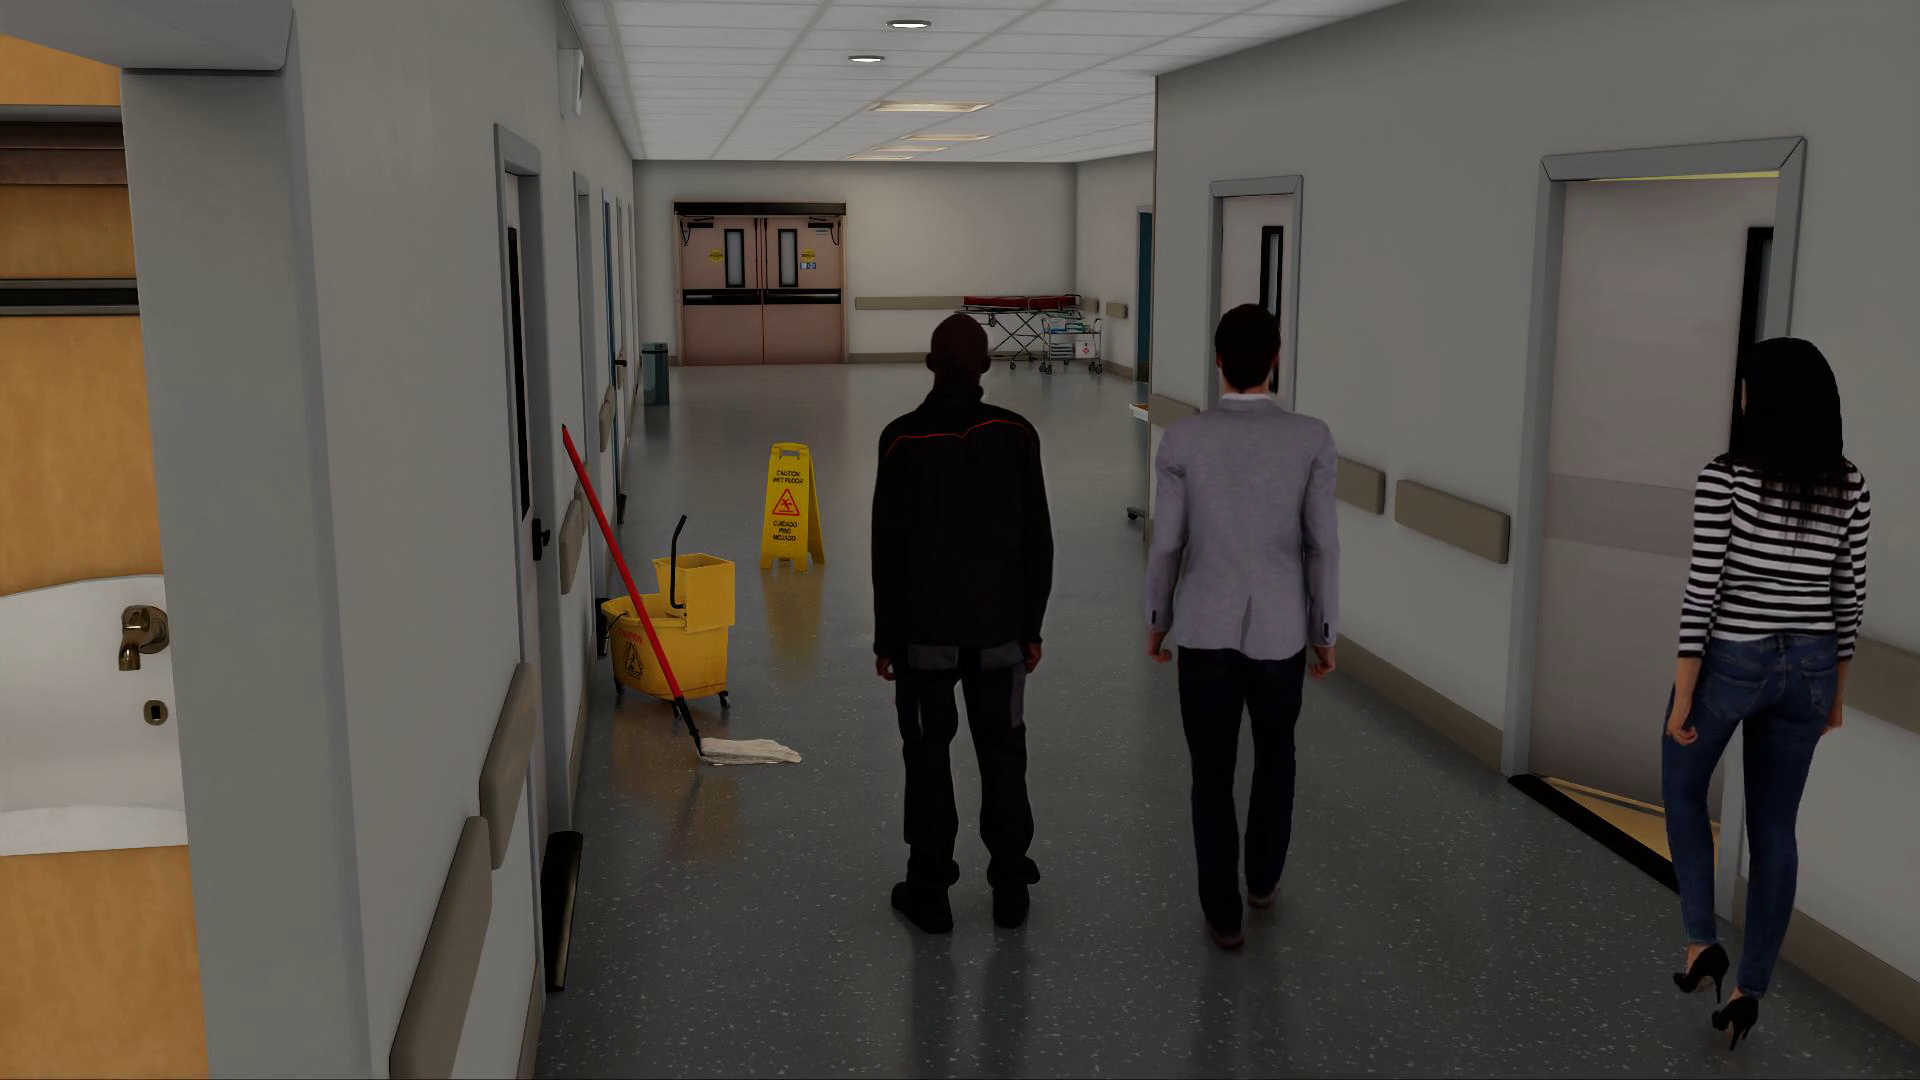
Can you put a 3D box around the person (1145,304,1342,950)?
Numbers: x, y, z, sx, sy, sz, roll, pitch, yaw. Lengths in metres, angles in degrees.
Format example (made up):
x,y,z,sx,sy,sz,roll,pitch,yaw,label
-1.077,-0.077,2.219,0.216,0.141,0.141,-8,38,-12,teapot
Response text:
x,y,z,sx,sy,sz,roll,pitch,yaw,label
0.806,0.273,4.703,0.774,1.840,0.791,0,11,2,person

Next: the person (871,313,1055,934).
x,y,z,sx,sy,sz,roll,pitch,yaw,label
-0.002,0.244,4.895,0.688,1.825,0.566,-2,11,-11,person

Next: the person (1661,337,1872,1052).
x,y,z,sx,sy,sz,roll,pitch,yaw,label
1.988,0.419,4.066,0.696,1.774,0.714,1,11,3,person
